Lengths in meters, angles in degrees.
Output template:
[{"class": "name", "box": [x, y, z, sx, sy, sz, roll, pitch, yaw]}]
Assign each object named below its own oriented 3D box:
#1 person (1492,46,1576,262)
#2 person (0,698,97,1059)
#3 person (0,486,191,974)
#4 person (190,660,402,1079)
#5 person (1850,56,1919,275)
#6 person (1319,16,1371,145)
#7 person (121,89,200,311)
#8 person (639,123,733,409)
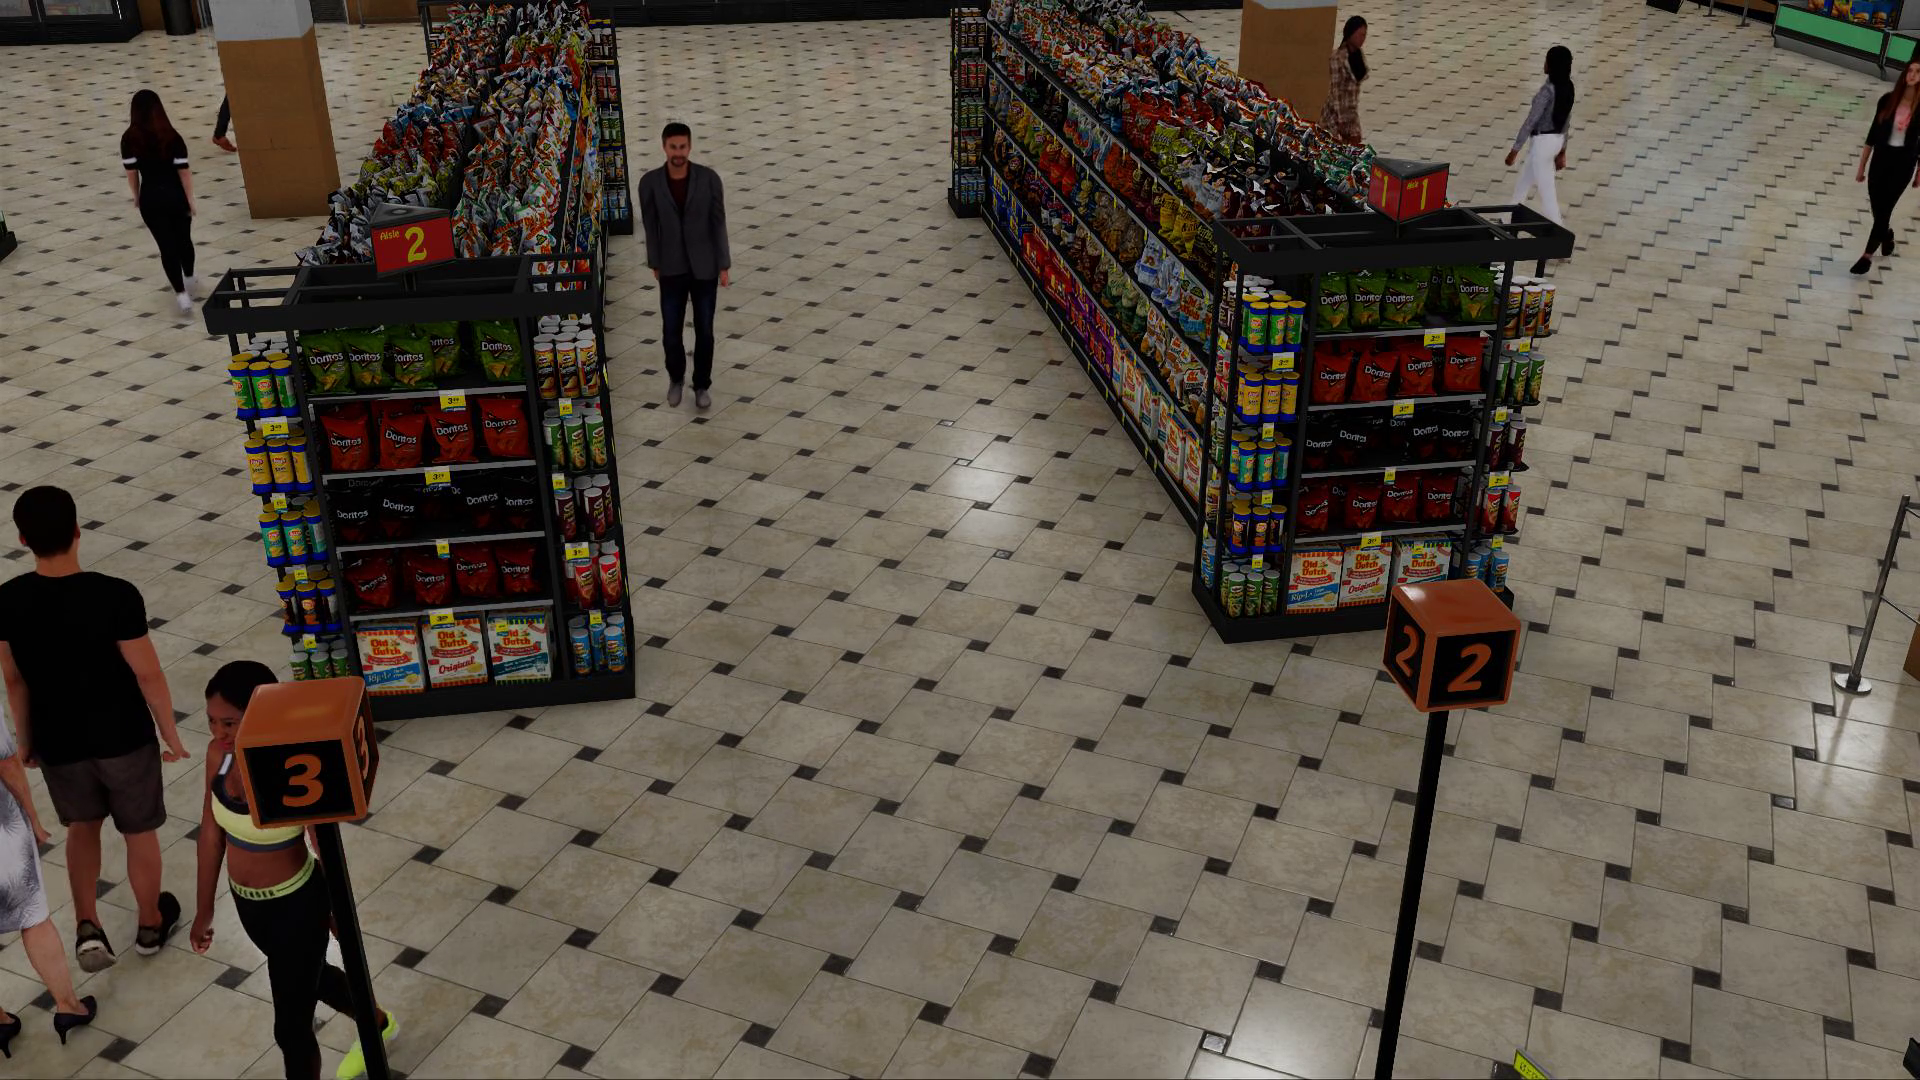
[{"class": "person", "box": [4.809, -3.085, 13.478, 1.023, 1.673, 1.209, -24, 35, -38]}, {"class": "person", "box": [-3.237, 0.947, 5.441, 0.588, 1.750, 0.537, -8, 28, -15]}, {"class": "person", "box": [-3.032, 0.731, 5.763, 0.702, 1.845, 0.838, -6, 27, -11]}, {"class": "person", "box": [-2.056, 1.099, 5.175, 0.926, 1.720, 1.093, 11, 29, 20]}, {"class": "person", "box": [7.491, -2.996, 13.297, 1.139, 1.677, 1.106, 23, 35, 38]}, {"class": "person", "box": [3.247, -3.649, 14.526, 0.847, 1.731, 1.187, -16, 31, -29]}, {"class": "person", "box": [-5.929, -2.482, 12.378, 0.744, 1.592, 1.145, -9, 28, -18]}, {"class": "person", "box": [-1.739, -1.751, 10.642, 0.686, 1.858, 0.631, -5, 27, -9]}]
